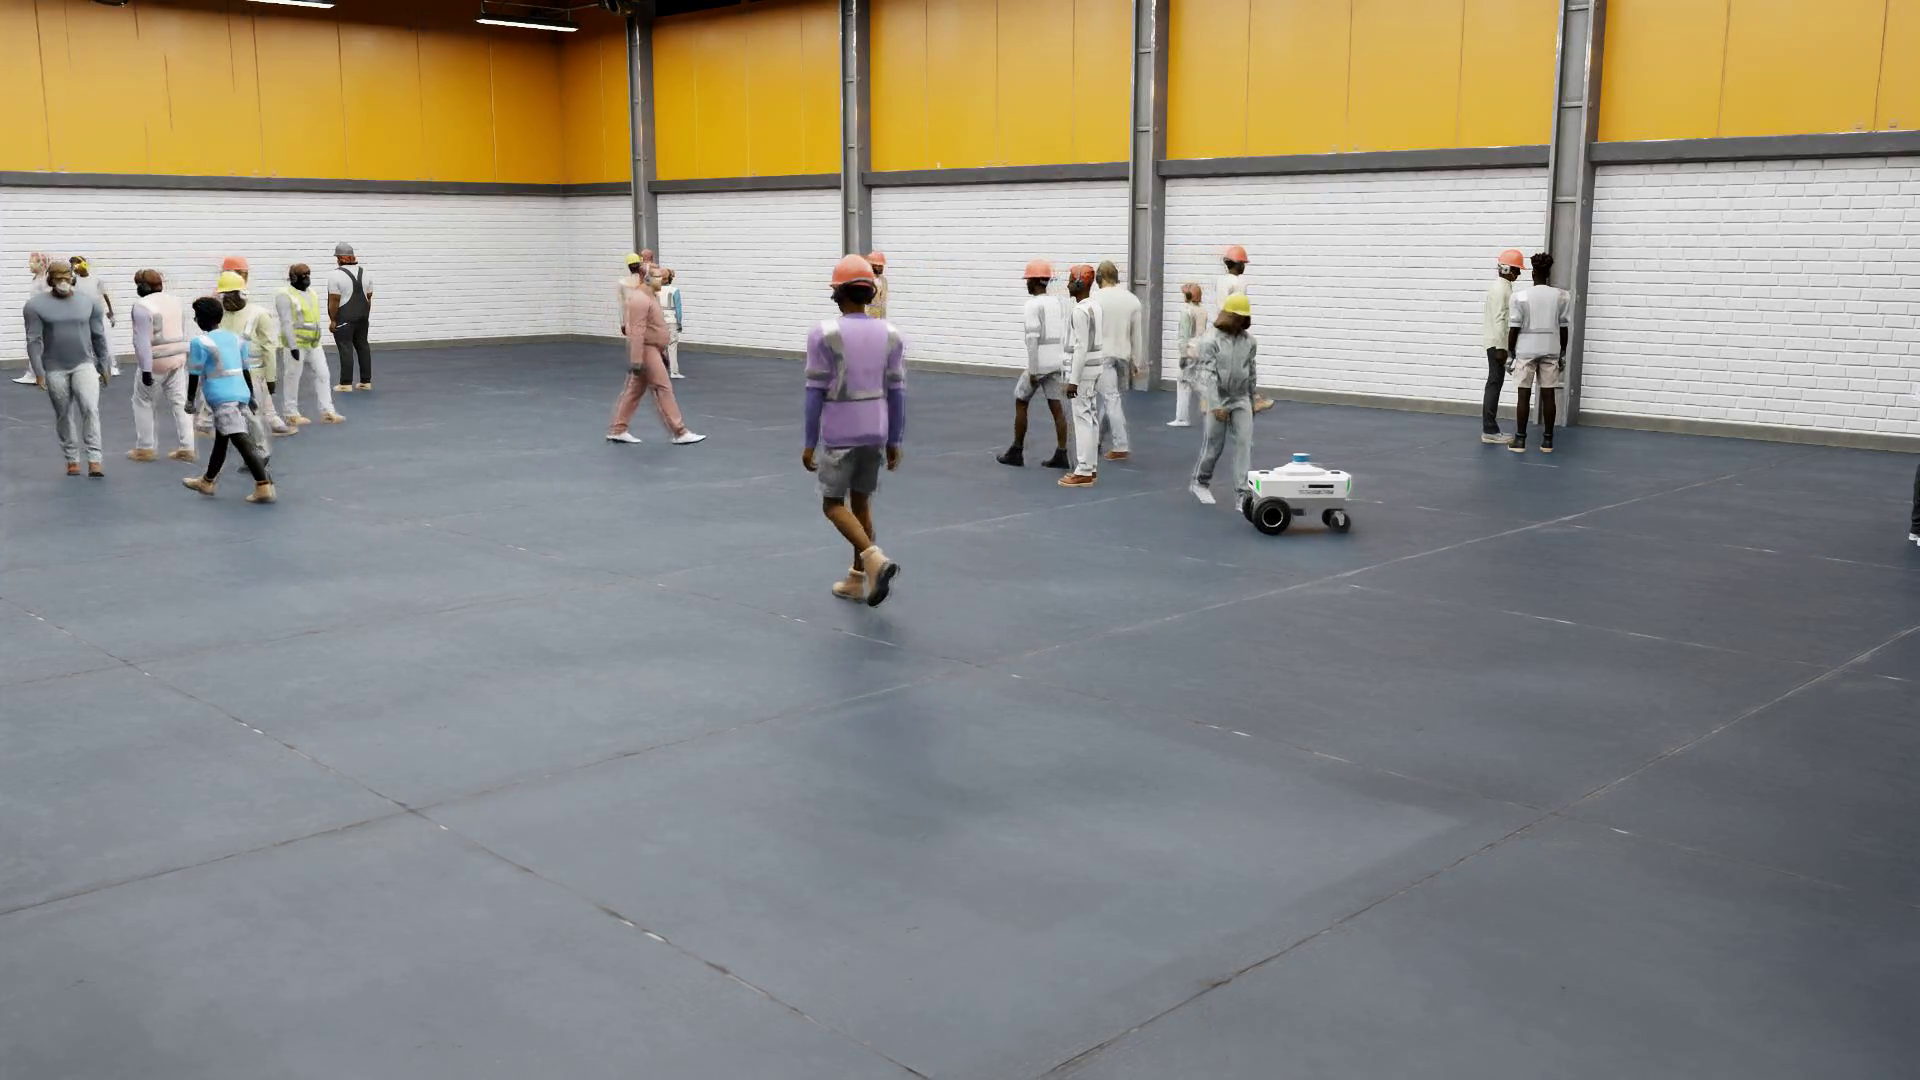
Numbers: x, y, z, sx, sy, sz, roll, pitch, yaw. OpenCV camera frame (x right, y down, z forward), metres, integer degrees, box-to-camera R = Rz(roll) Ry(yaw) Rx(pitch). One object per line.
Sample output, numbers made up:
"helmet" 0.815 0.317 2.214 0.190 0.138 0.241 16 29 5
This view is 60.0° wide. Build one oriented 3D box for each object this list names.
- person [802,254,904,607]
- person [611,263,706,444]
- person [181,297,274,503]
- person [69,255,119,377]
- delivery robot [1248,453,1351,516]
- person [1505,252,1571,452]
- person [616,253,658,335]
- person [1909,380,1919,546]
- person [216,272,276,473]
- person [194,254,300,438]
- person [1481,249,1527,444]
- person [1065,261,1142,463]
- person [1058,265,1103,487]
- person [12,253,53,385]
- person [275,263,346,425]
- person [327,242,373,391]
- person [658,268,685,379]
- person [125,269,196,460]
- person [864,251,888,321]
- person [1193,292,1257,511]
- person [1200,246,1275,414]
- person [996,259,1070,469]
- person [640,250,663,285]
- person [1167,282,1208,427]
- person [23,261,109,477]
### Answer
"person" -0.561 -0.597 9.442 0.615 2.025 0.717 -7 13 -34
"person" -3.146 -1.892 16.969 0.991 1.853 0.666 -1 10 -4
"person" -5.905 -1.112 13.281 0.943 1.630 0.530 2 11 12
"person" -13.050 -3.353 24.994 0.549 1.829 0.481 -1 10 -6
"delivery robot" 2.456 -0.384 12.035 0.707 0.478 0.477 0 10 0
"person" 5.675 -1.838 16.369 0.602 1.966 0.368 1 10 3
"person" -4.653 -3.196 24.004 0.602 1.889 0.904 0 10 2
"person" 6.775 -0.907 11.421 0.396 1.919 0.590 4 11 22
"person" -6.436 -1.480 14.854 0.598 1.812 0.486 3 11 14
"person" -7.615 -2.026 17.491 1.042 1.946 0.615 0 10 2
"person" 5.599 -1.996 17.177 0.392 1.986 0.611 4 11 19
"person" 1.378 -1.710 15.884 0.649 1.874 1.013 -5 11 -25
"person" 1.035 -1.392 14.171 0.356 1.883 0.573 3 11 16
"person" -13.027 -3.108 23.540 0.913 1.877 0.668 -8 13 -37
"person" -7.301 -2.183 18.659 0.796 1.813 0.655 3 11 18
"person" -8.426 -3.064 22.850 0.538 2.000 0.681 6 12 29
"person" -4.362 -3.216 24.774 0.517 1.639 0.313 5 12 27
"person" -7.638 -1.644 15.733 0.795 1.810 0.656 3 11 15
"person" -1.153 -3.017 22.922 0.551 1.916 0.435 -10 14 -44
"person" 2.069 -1.086 12.977 0.493 1.700 0.746 -3 11 -16
"person" 3.317 -2.500 19.916 0.952 1.994 0.632 -4 11 -23
"person" 0.680 -1.615 15.326 0.860 1.904 0.555 9 14 42
"person" -5.061 -3.770 27.108 0.657 1.897 0.395 -4 11 -23
"person" 2.621 -2.044 18.443 0.585 1.619 0.519 8 13 36
"person" -7.775 -1.472 14.542 0.635 1.895 0.957 -6 12 -29
